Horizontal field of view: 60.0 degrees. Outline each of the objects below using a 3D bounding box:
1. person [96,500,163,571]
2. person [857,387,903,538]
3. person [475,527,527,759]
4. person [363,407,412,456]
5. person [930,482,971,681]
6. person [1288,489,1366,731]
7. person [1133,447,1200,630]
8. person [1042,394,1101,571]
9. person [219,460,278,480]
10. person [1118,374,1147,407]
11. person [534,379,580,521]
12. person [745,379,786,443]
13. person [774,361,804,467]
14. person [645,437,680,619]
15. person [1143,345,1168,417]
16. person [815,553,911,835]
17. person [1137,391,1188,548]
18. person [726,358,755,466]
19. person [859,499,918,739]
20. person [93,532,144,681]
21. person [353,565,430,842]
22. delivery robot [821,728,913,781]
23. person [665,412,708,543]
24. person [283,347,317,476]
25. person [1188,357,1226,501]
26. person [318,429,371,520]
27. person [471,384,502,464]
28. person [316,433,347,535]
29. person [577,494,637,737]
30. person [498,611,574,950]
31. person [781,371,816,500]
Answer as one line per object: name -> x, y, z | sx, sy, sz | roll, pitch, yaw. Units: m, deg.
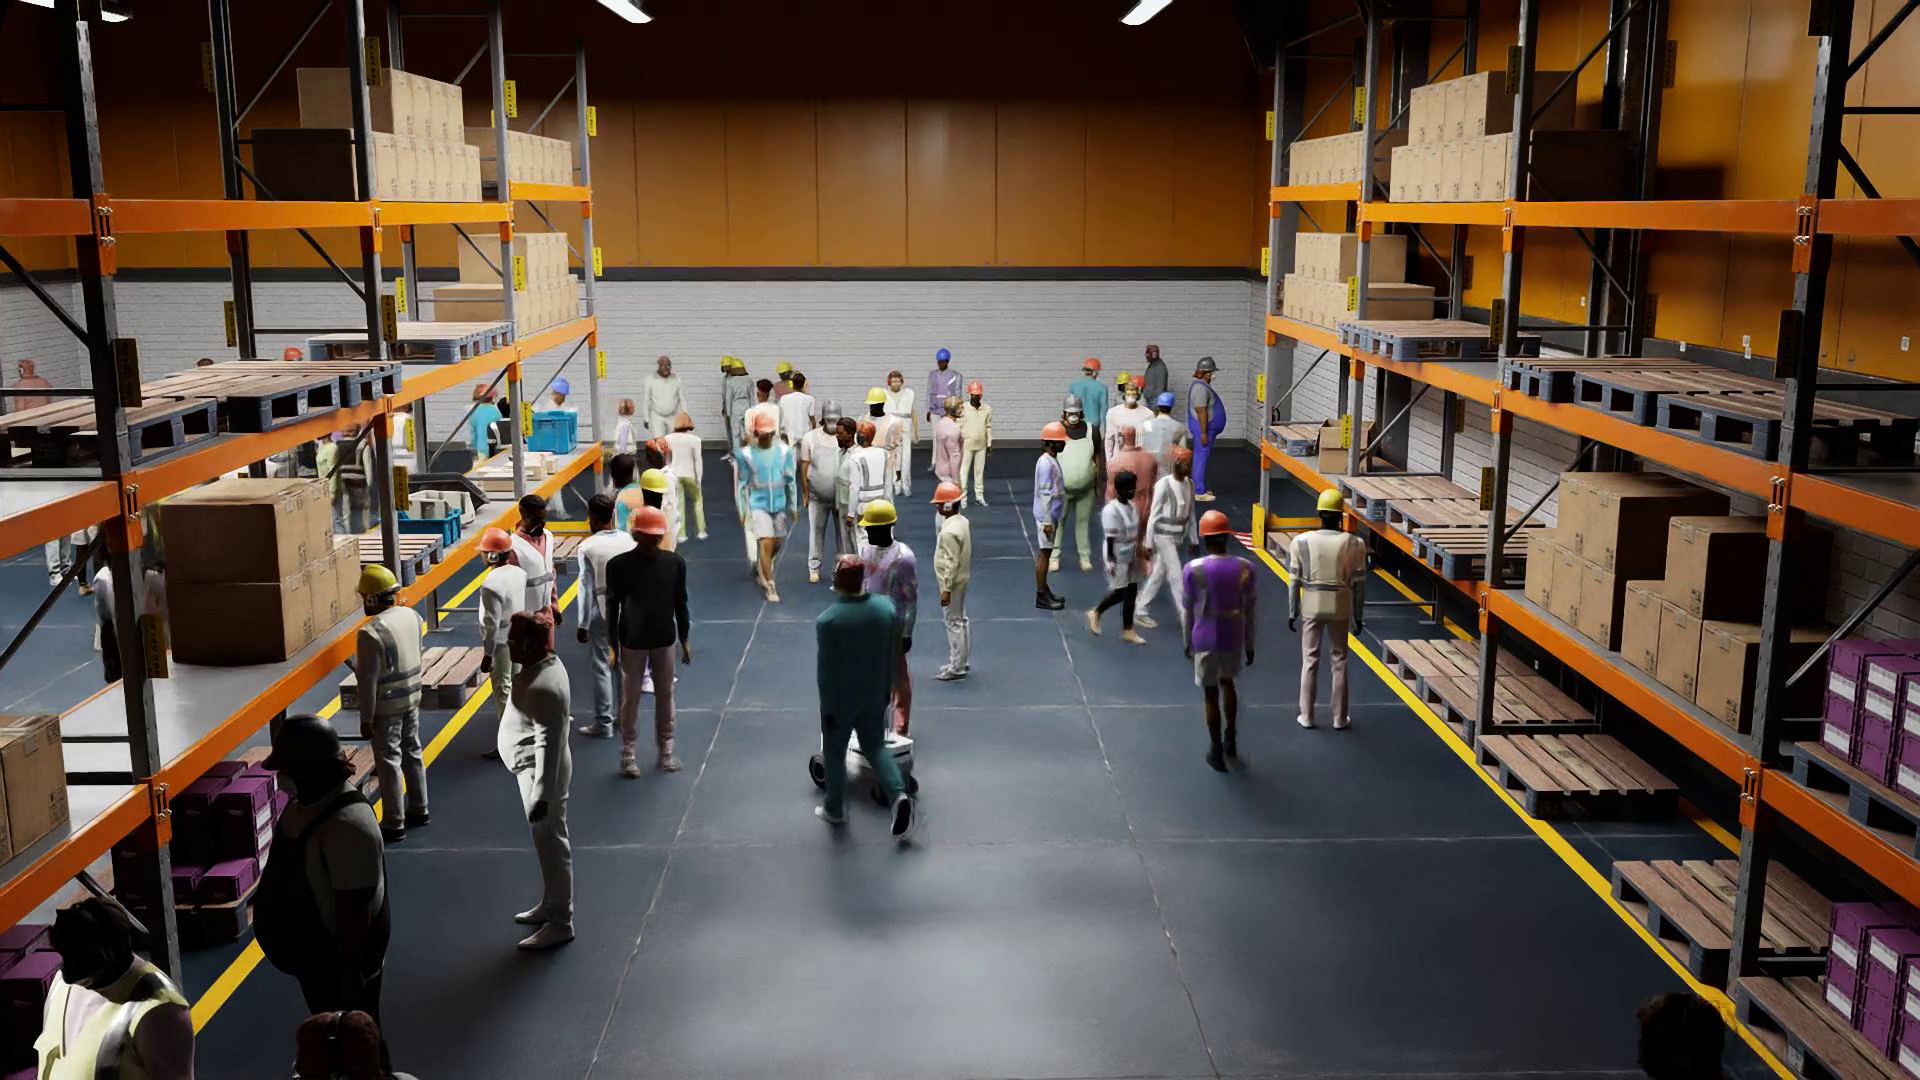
person -> -8.080, -0.007, 16.223 | 0.613, 1.818, 0.549 | -2, 12, -12
person -> -1.000, -0.934, 20.612 | 0.589, 1.924, 0.384 | 3, 12, 14
person -> -3.444, 0.767, 12.496 | 0.320, 1.755, 0.563 | 2, 11, 9
person -> -7.657, -1.345, 22.568 | 0.695, 1.955, 0.795 | 3, 12, 13
person -> -0.089, 0.360, 14.554 | 0.346, 1.746, 0.573 | 2, 11, 11
person -> 2.897, 0.549, 13.165 | 0.594, 1.924, 0.382 | 2, 11, 11
person -> 2.055, 0.002, 16.141 | 0.914, 1.838, 0.583 | 8, 14, 35
person -> 1.285, -0.651, 18.897 | 0.690, 2.000, 0.538 | -1, 11, -7
person -> -7.238, -0.175, 17.026 | 0.561, 1.837, 0.390 | -7, 13, -32
person -> 2.512, -1.512, 23.942 | 0.347, 1.751, 0.568 | -7, 14, -33
person -> -5.439, -1.239, 22.280 | 0.647, 1.882, 0.962 | -7, 13, -30
person -> -2.563, -1.127, 21.567 | 0.615, 1.921, 0.762 | -7, 13, -33
person -> -2.696, -1.963, 26.262 | 0.537, 1.725, 0.688 | 6, 13, 29
person -> -2.951, -0.087, 16.458 | 0.356, 1.887, 0.573 | -5, 12, -23
person -> 3.204, -2.271, 27.415 | 0.412, 1.894, 0.659 | -2, 12, -12
person -> -0.667, 1.016, 10.935 | 0.650, 1.885, 0.795 | -8, 14, -36
person -> 2.431, -0.822, 20.070 | 0.633, 1.917, 0.598 | 1, 11, 4
person -> -3.525, -2.045, 26.668 | 0.487, 1.737, 0.346 | -6, 13, -29
person -> -0.573, 0.634, 12.749 | 0.383, 1.923, 0.589 | -10, 15, -42
person -> -6.059, 0.806, 12.104 | 0.388, 1.837, 0.563 | 0, 11, -2
person -> -3.734, 1.058, 10.884 | 0.403, 1.824, 0.596 | 3, 12, 15
delivery robot -> -0.657, 1.469, 11.768 | 0.477, 0.478, 0.707 | -11, 16, -43
person -> -3.405, -0.791, 20.643 | 0.515, 1.615, 0.548 | 2, 11, 11
person -> -10.216, -1.991, 25.759 | 0.407, 1.983, 0.612 | -5, 12, -25
person -> 3.496, -1.583, 23.567 | 0.539, 2.000, 0.688 | 1, 11, 4
person -> -8.283, -1.283, 22.131 | 0.652, 2.013, 0.620 | 4, 12, 19
person -> -6.456, -1.265, 22.742 | 0.566, 1.735, 0.659 | 3, 12, 17
person -> -7.280, -0.566, 19.188 | 0.337, 1.759, 0.524 | -7, 13, -30
person -> -2.747, 0.589, 13.024 | 0.401, 1.908, 0.597 | 7, 13, 30
person -> -2.369, 1.327, 9.315 | 0.405, 1.911, 0.636 | -3, 12, -14
person -> -2.230, -1.407, 23.111 | 0.531, 1.875, 0.322 | 1, 11, 5
